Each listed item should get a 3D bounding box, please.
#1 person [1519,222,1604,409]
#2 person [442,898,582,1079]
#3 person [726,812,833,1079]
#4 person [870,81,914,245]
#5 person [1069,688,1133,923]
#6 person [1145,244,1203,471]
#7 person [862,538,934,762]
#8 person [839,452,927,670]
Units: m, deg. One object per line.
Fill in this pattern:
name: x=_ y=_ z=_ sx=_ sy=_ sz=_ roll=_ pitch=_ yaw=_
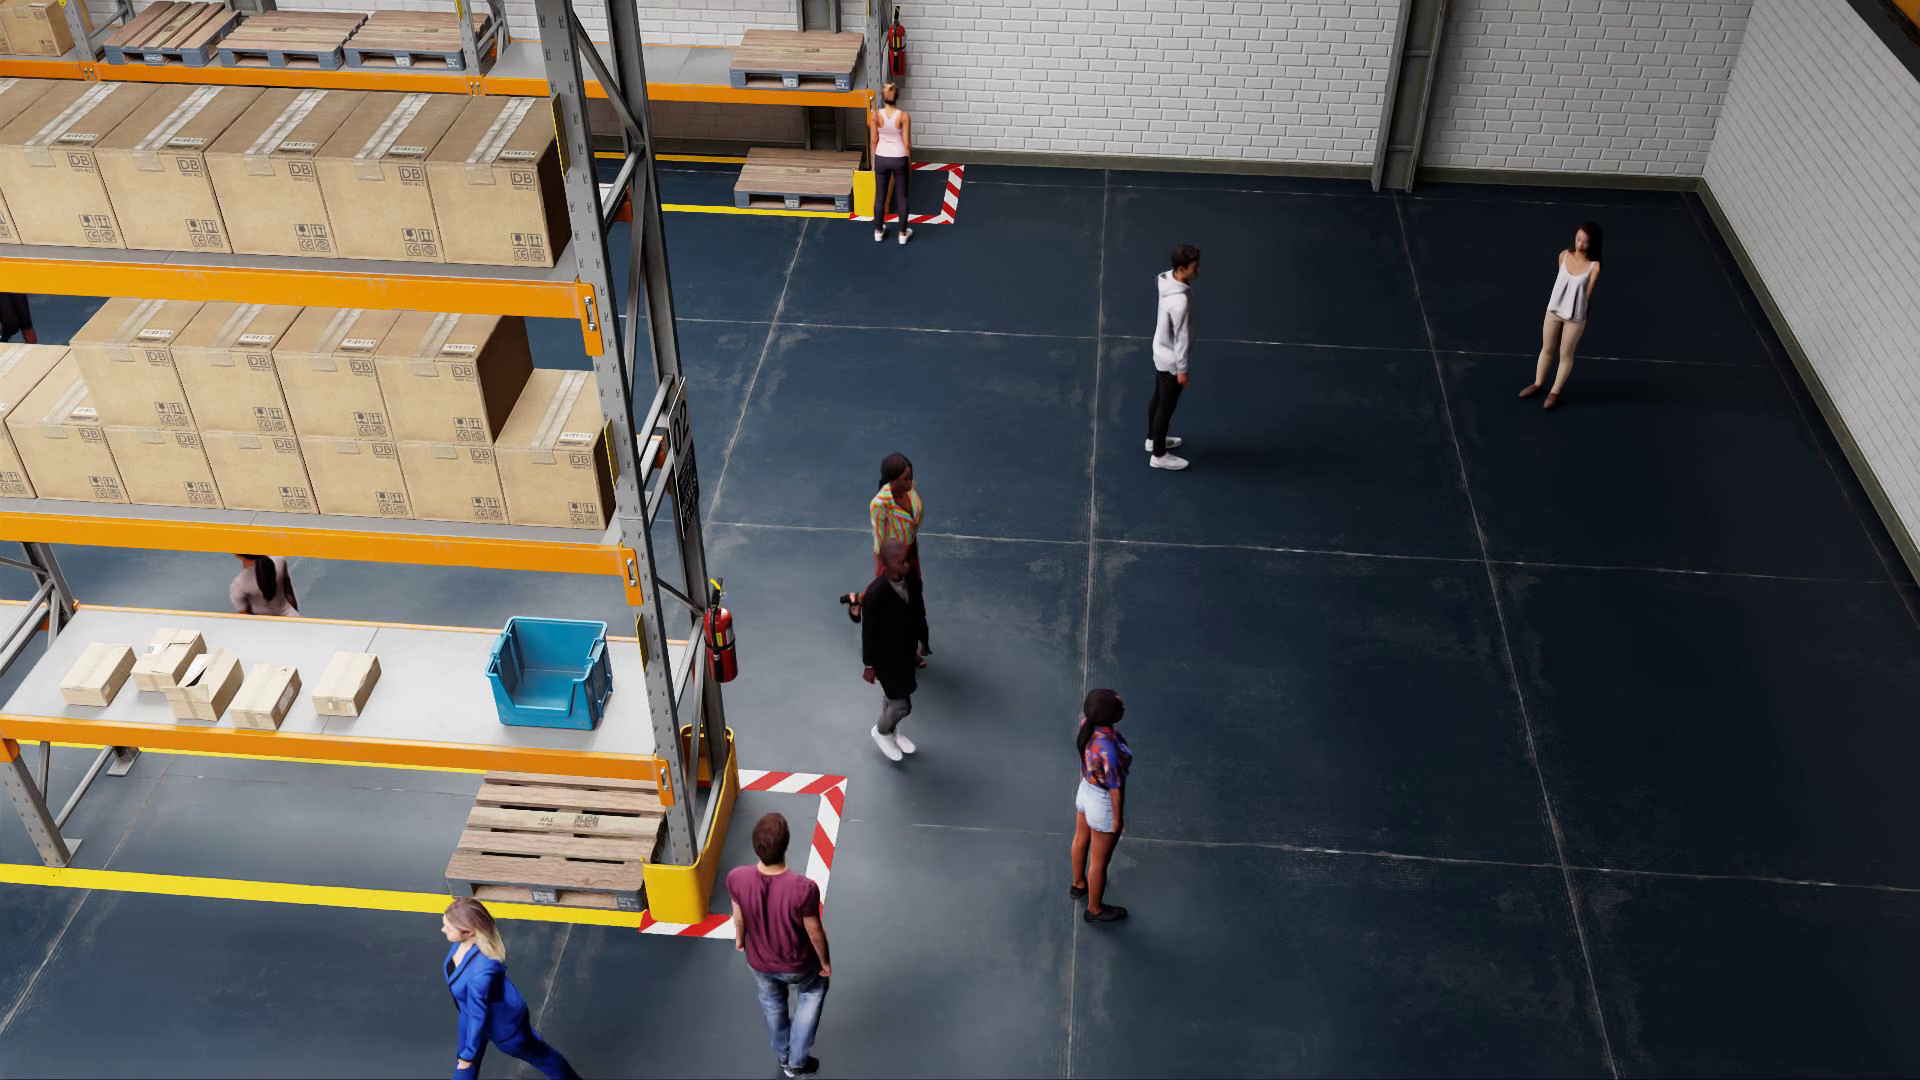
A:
person: x=5.084 y=-1.912 z=13.897 sx=0.733 sy=1.654 sz=0.673 roll=-20 pitch=43 yaw=-23
person: x=-2.258 y=2.400 z=8.491 sx=1.167 sy=1.664 sz=1.002 roll=-19 pitch=42 yaw=-22
person: x=-0.956 y=2.195 z=8.610 sx=0.650 sy=1.834 sz=0.789 roll=8 pitch=39 yaw=10
person: x=-0.663 y=-3.657 z=16.090 sx=0.466 sy=1.645 sz=0.625 roll=6 pitch=39 yaw=8
person: x=0.794 y=1.505 z=9.549 sx=0.653 sy=1.741 sz=0.660 roll=-13 pitch=40 yaw=-16
person: x=1.665 y=-1.457 z=13.109 sx=0.611 sy=1.926 sz=0.709 roll=-2 pitch=39 yaw=-3
person: x=-0.496 y=0.666 z=10.591 sx=0.791 sy=1.752 sz=0.779 roll=24 pitch=44 yaw=27
person: x=-0.493 y=0.114 z=11.263 sx=1.041 sy=1.775 sz=0.844 roll=25 pitch=45 yaw=28
